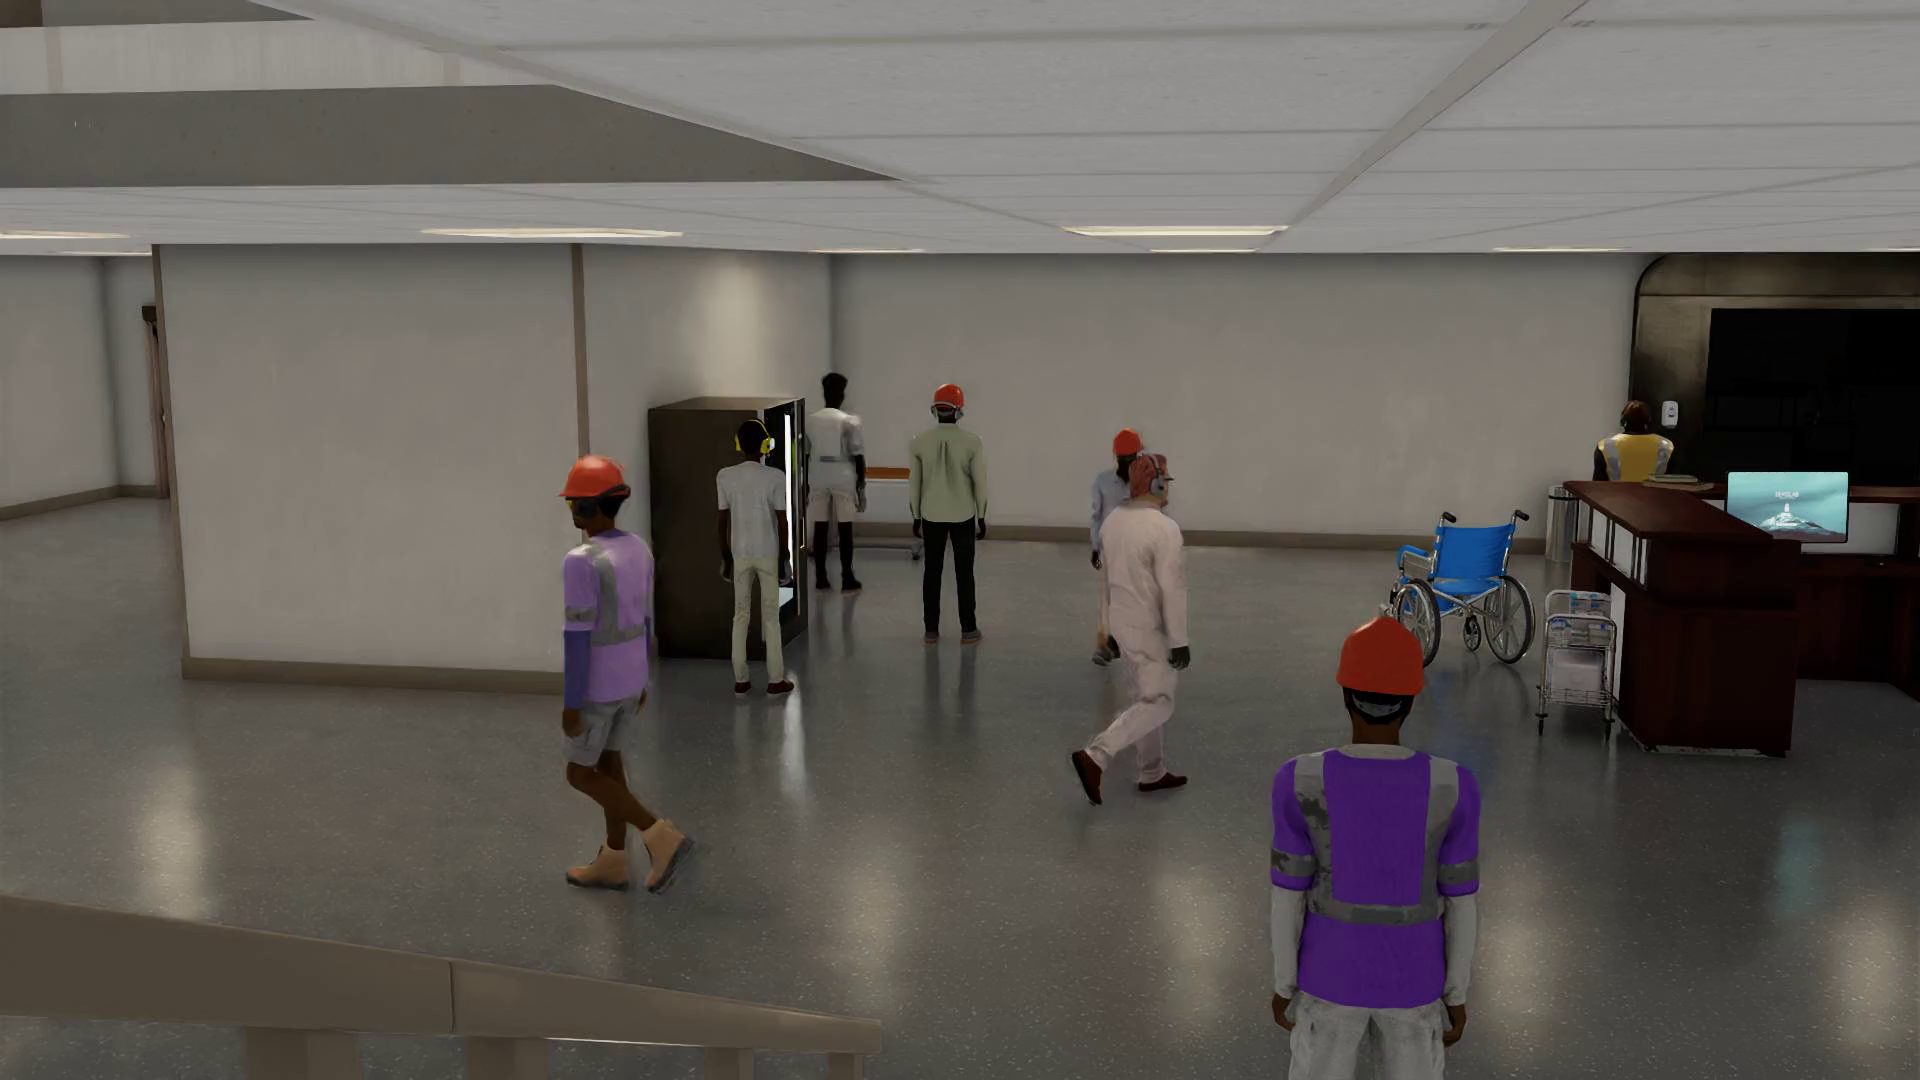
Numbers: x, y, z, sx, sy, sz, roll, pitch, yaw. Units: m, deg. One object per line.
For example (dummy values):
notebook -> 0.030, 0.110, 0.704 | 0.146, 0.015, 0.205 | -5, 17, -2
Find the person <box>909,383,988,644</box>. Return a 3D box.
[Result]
person -> -0.085, -0.193, 12.676 | 0.608, 1.995, 0.377 | 2, 9, 9

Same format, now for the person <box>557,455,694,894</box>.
person -> -1.524, 0.633, 7.475 | 0.607, 2.026, 0.621 | 3, 10, 18

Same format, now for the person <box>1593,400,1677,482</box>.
person -> 5.253, -0.175, 13.044 | 0.624, 1.844, 0.429 | 2, 9, 9

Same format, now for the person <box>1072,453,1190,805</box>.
person -> 0.935, 0.480, 8.874 | 0.733, 1.881, 0.652 | -4, 10, -23

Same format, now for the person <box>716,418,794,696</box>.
person -> -1.363, 0.119, 11.132 | 0.508, 1.872, 0.329 | 2, 9, 9

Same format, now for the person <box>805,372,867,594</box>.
person -> -1.125, -0.498, 14.693 | 0.651, 1.956, 0.384 | 2, 9, 13

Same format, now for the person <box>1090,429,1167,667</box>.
person -> 1.190, 0.061, 11.961 | 0.594, 1.705, 0.869 | 3, 10, 18

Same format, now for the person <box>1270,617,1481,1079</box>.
person -> 1.100, 1.164, 4.483 | 0.542, 1.938, 0.357 | 2, 9, 9
